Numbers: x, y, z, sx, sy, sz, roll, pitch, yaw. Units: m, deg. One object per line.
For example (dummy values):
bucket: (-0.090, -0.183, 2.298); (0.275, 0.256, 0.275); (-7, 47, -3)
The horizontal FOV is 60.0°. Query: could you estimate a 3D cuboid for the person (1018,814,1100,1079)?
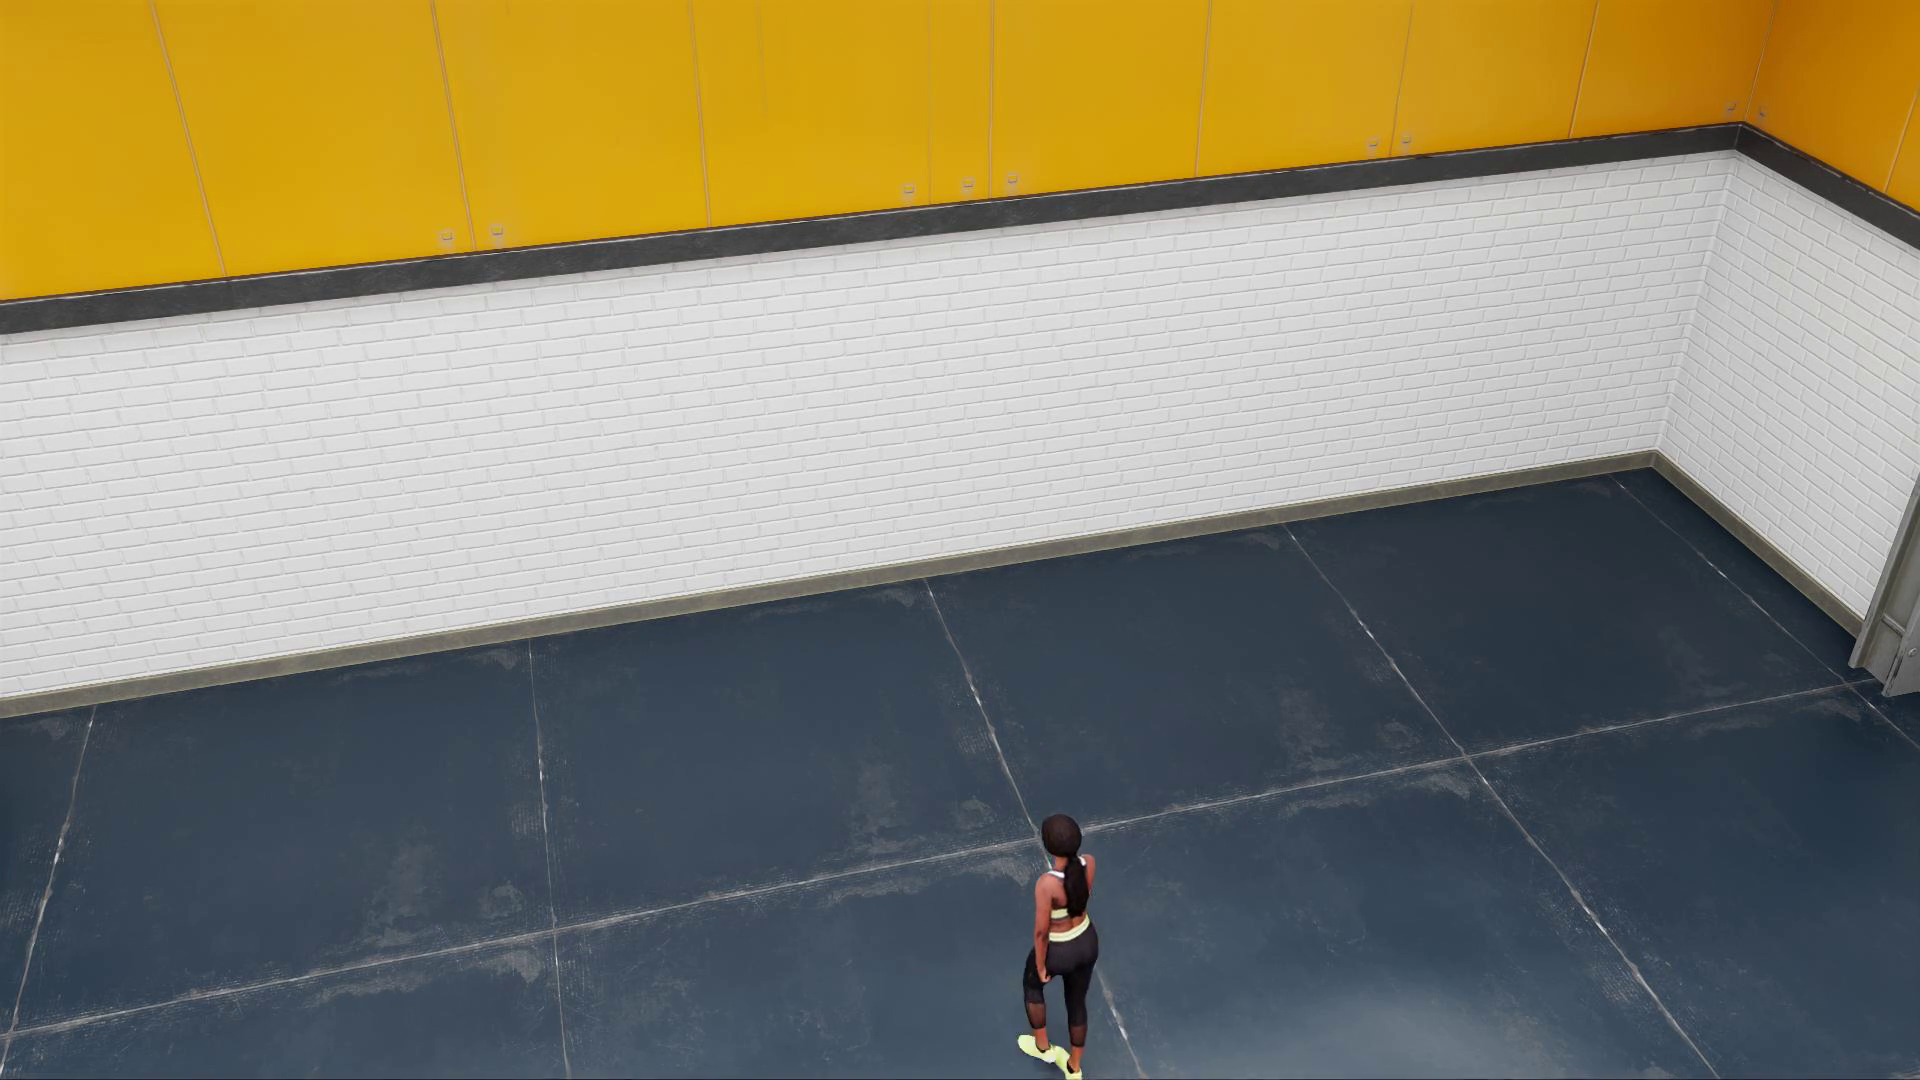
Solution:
person: (0.592, 2.163, 8.490); (0.633, 1.737, 0.705); (-17, 37, -24)
